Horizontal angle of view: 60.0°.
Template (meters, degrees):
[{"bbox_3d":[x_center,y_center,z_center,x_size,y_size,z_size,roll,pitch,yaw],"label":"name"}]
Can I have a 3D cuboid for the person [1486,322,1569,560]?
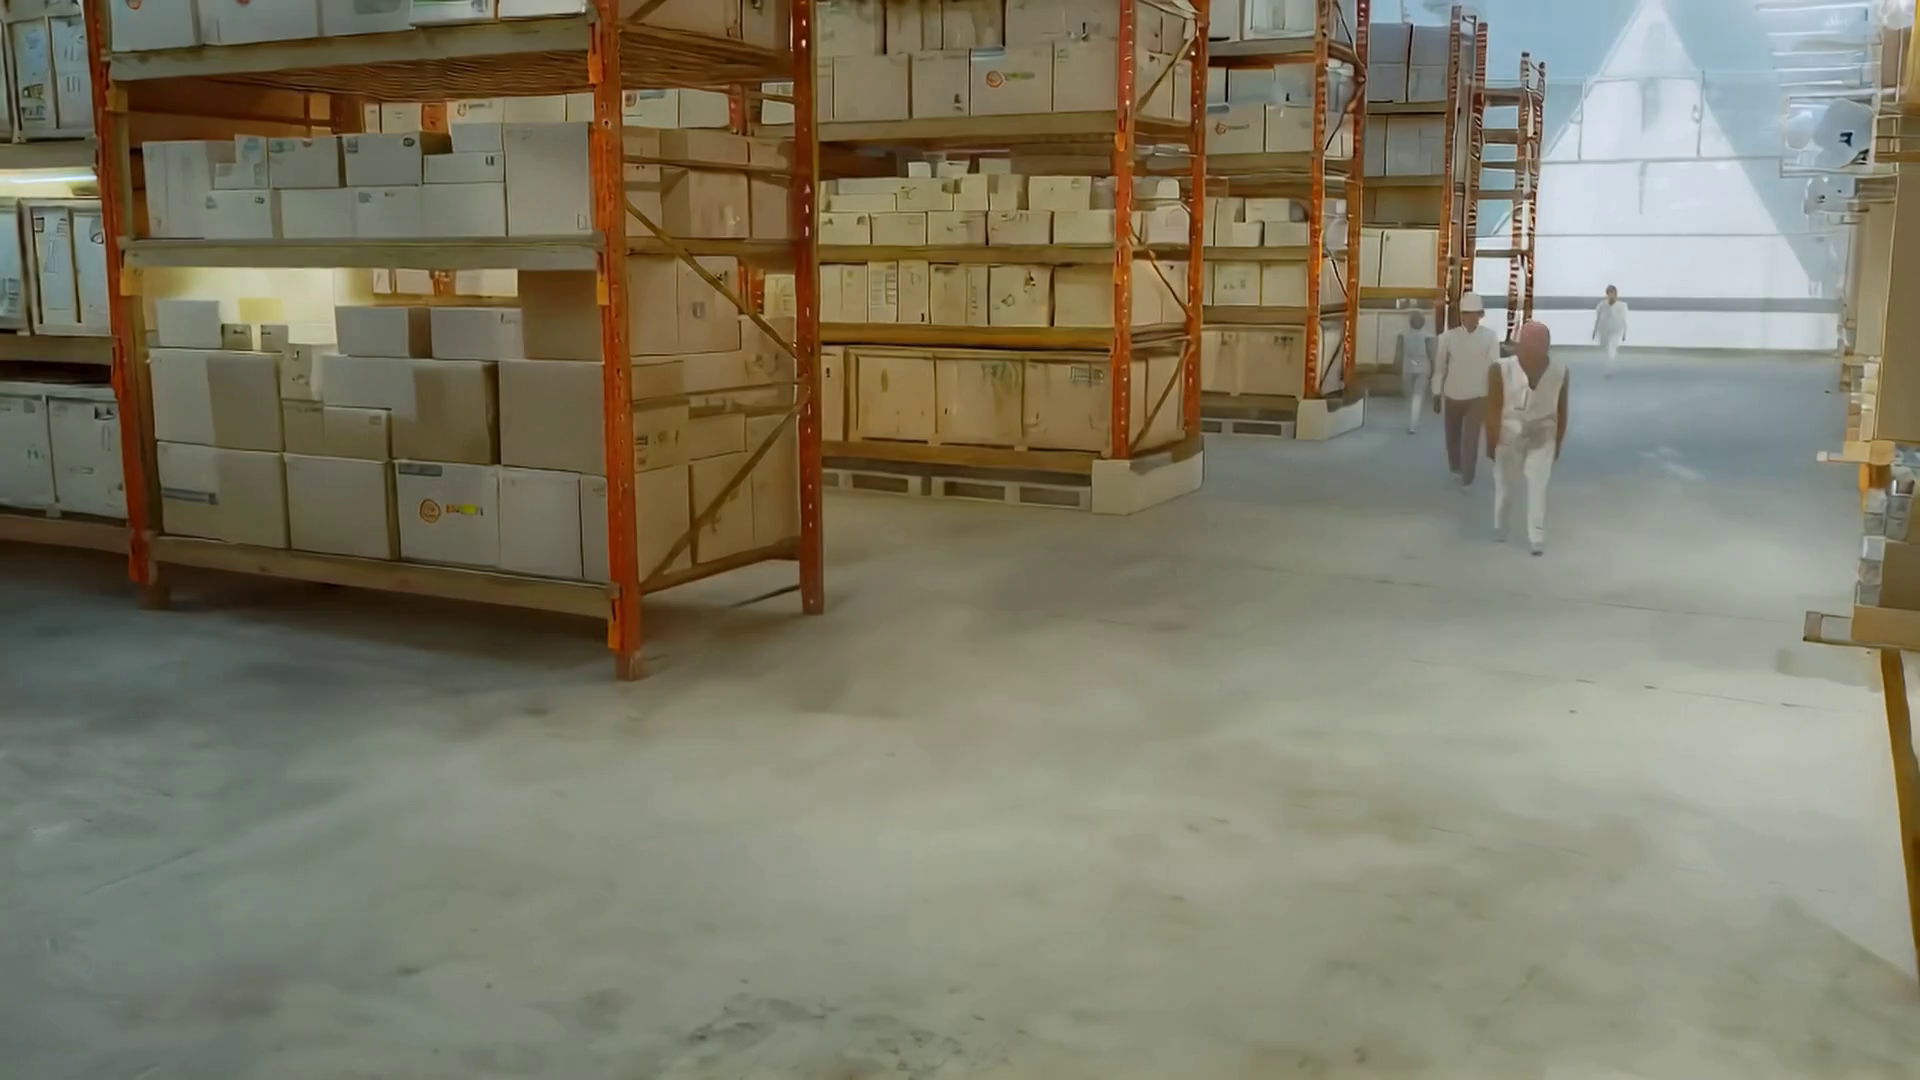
[{"bbox_3d":[4.407,-0.794,12.987,0.624,1.813,0.894,2,10,11],"label":"person"}]

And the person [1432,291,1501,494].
[{"bbox_3d":[4.992,-1.473,16.425,0.631,1.966,0.875,3,10,17],"label":"person"}]

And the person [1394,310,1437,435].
[{"bbox_3d":[5.893,-2.165,21.496,0.531,1.594,0.884,5,11,25],"label":"person"}]

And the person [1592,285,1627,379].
[{"bbox_3d":[12.049,-3.866,30.935,0.583,1.724,0.664,8,12,38],"label":"person"}]
